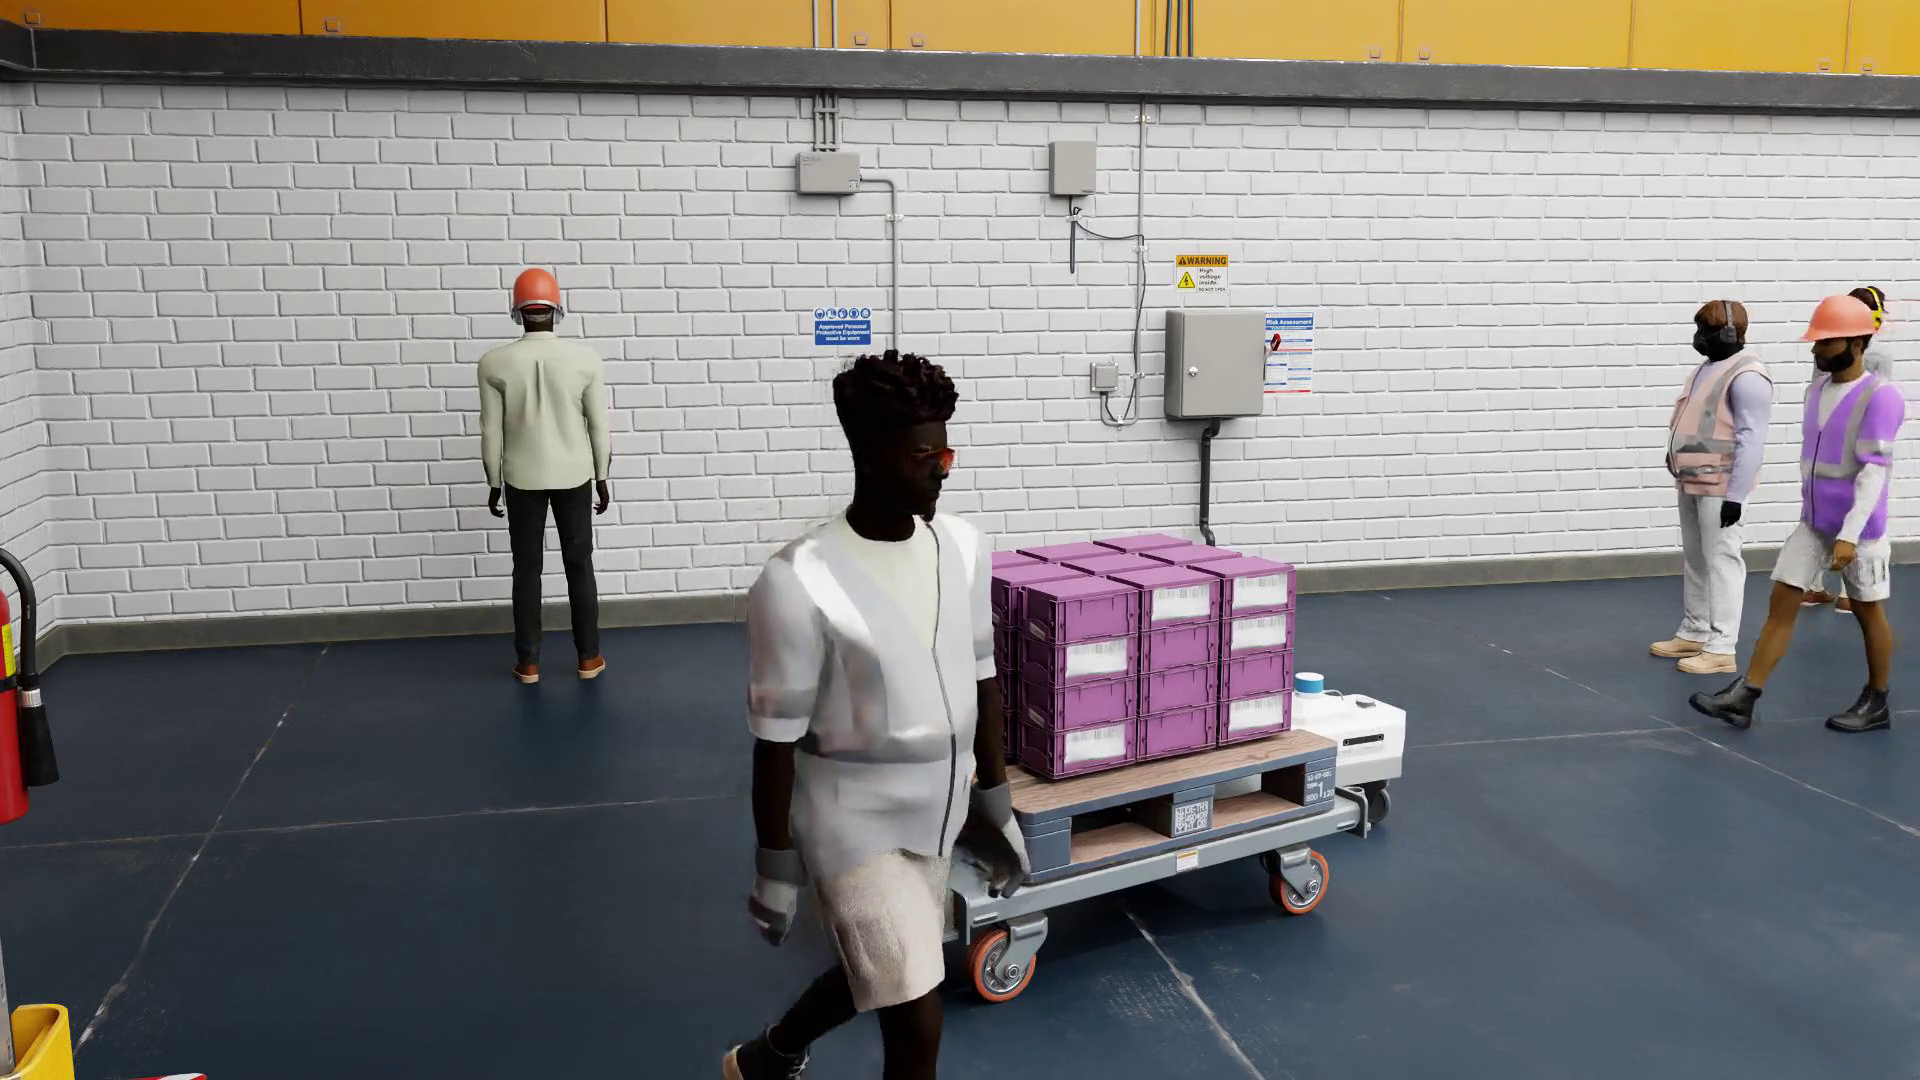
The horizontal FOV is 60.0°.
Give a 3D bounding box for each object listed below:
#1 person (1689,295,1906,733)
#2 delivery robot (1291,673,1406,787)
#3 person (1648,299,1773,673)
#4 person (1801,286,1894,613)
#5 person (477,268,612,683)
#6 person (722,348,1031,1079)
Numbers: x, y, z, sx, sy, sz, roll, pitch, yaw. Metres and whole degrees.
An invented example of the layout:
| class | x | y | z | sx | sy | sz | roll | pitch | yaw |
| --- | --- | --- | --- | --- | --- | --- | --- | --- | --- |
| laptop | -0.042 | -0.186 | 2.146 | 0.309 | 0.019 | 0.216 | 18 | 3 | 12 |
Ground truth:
| class | x | y | z | sx | sy | sz | roll | pitch | yaw |
| --- | --- | --- | --- | --- | --- | --- | --- | --- | --- |
| person | 3.655 | -0.082 | 7.084 | 0.960 | 1.888 | 0.568 | -2 | 10 | -11 |
| delivery robot | 1.267 | 0.727 | 6.060 | 0.707 | 0.478 | 0.477 | -5 | 11 | -24 |
| person | 3.723 | -0.262 | 8.253 | 0.429 | 1.842 | 0.639 | 0 | 10 | 1 |
| person | 5.118 | -0.513 | 9.561 | 0.318 | 1.866 | 0.531 | -5 | 11 | -25 |
| person | -1.990 | -0.302 | 8.027 | 0.612 | 1.997 | 0.376 | -3 | 11 | -15 |
| person | -0.208 | 0.559 | 3.466 | 0.957 | 1.938 | 0.600 | 8 | 13 | 39 |
